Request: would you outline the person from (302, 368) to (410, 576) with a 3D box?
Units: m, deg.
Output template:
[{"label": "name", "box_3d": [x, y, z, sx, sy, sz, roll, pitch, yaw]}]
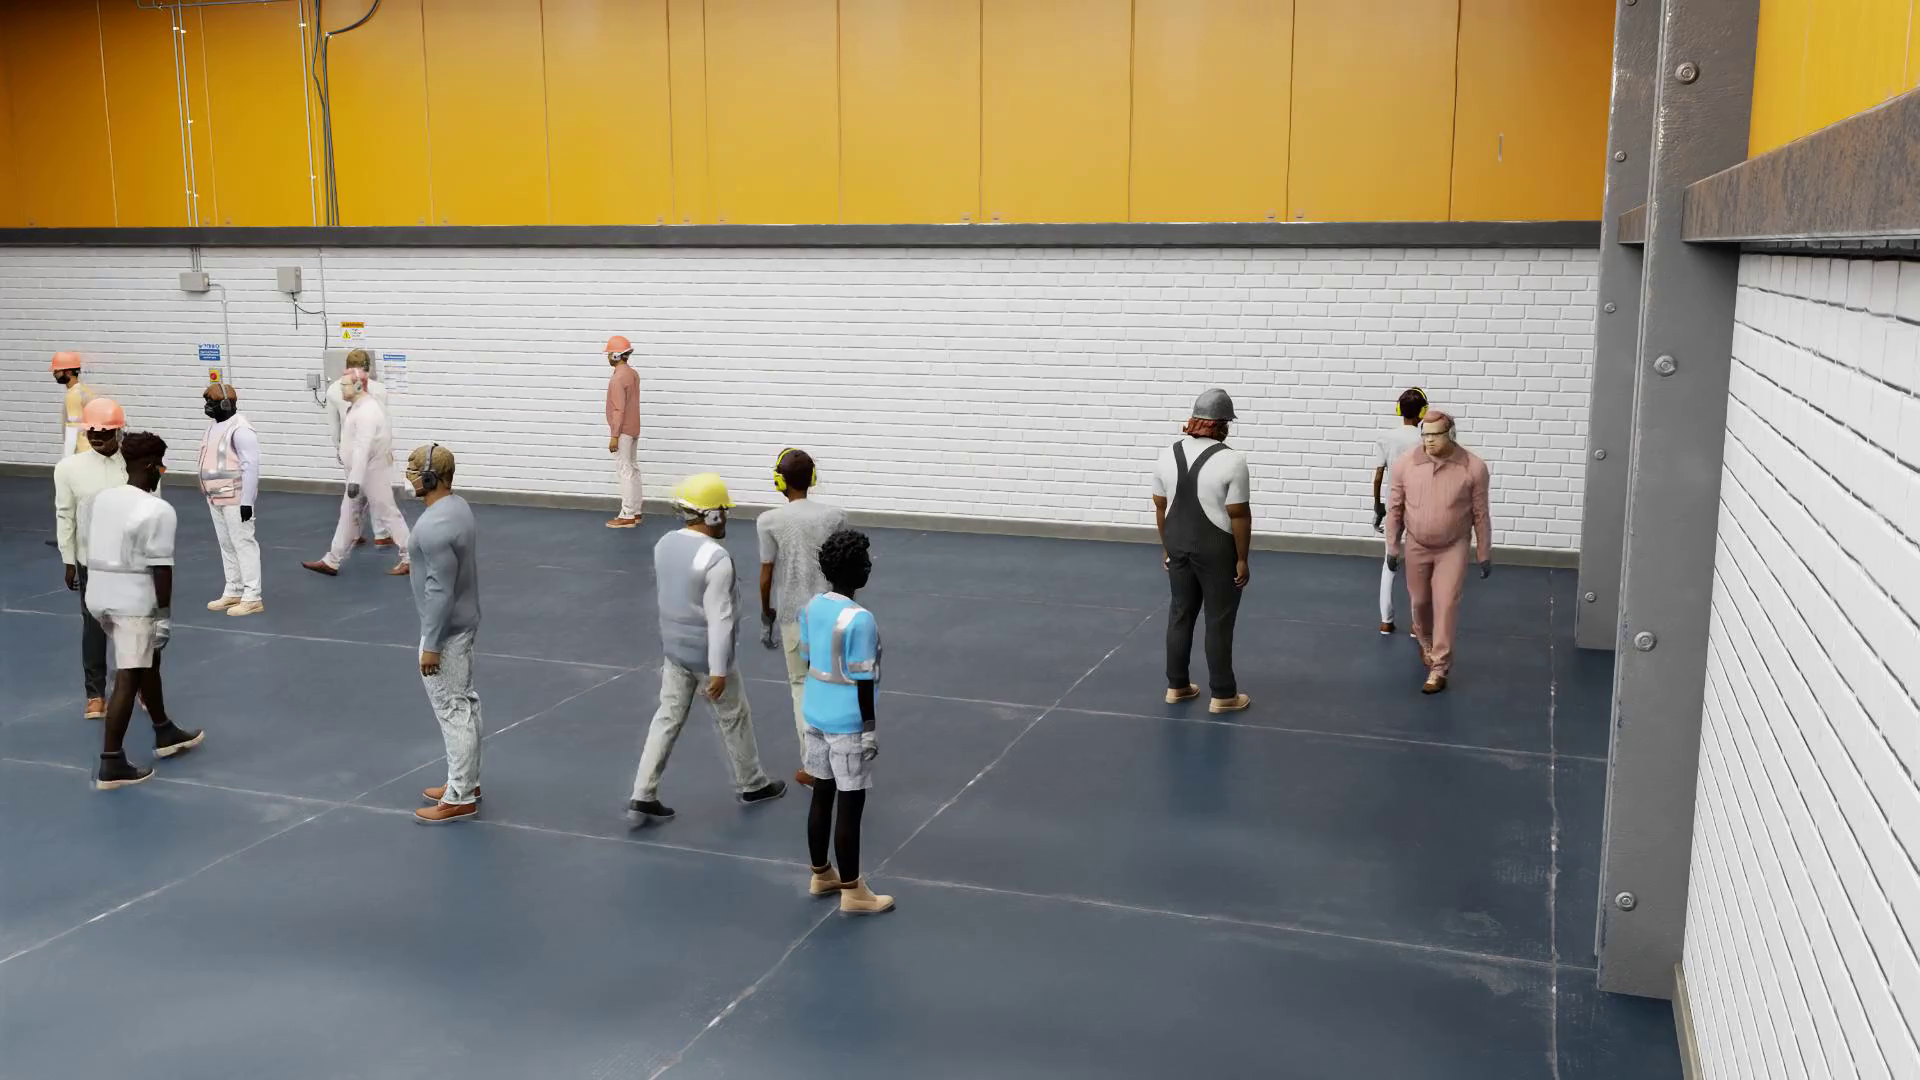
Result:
[{"label": "person", "box_3d": [-5.268, -0.577, 14.618, 1.006, 1.852, 0.662, -5, 11, -27]}]

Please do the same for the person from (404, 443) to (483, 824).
[{"label": "person", "box_3d": [-2.627, 0.469, 8.466, 0.372, 1.940, 0.629, -1, 10, -8]}]

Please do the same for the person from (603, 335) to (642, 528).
[{"label": "person", "box_3d": [-3.504, -1.126, 17.292, 0.381, 1.994, 0.619, 1, 10, 6]}]

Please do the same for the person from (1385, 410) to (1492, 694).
[{"label": "person", "box_3d": [3.217, 0.033, 11.172, 0.685, 1.862, 0.932, 5, 11, 27]}]

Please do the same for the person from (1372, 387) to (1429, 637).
[{"label": "person", "box_3d": [3.348, -0.207, 12.470, 0.513, 1.871, 0.329, 6, 12, 30]}]

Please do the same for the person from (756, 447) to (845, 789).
[{"label": "person", "box_3d": [-0.837, 0.429, 8.958, 0.509, 1.845, 0.423, -6, 12, -30]}]

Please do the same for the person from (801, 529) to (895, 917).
[{"label": "person", "box_3d": [-0.514, 0.794, 7.313, 0.322, 1.696, 0.536, -6, 12, -32]}]

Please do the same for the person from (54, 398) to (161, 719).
[{"label": "person", "box_3d": [-5.264, 0.106, 10.362, 0.612, 1.991, 0.392, -6, 12, -31]}]

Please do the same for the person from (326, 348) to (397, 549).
[{"label": "person", "box_3d": [-5.760, -0.875, 16.051, 0.628, 1.935, 0.373, 2, 10, 9]}]

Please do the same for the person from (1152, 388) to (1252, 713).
[{"label": "person", "box_3d": [1.584, 0.052, 10.529, 0.688, 2.000, 0.536, 10, 14, 43]}]

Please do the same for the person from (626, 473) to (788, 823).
[{"label": "person", "box_3d": [-1.335, 0.547, 8.467, 0.596, 1.792, 0.920, 9, 14, 42]}]

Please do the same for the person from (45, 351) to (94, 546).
[{"label": "person", "box_3d": [-8.581, -0.852, 15.963, 0.723, 1.913, 0.581, -4, 11, -21]}]

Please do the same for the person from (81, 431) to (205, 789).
[{"label": "person", "box_3d": [-4.563, 0.355, 9.240, 0.618, 1.891, 0.930, 5, 11, 24]}]

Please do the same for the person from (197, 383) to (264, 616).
[{"label": "person", "box_3d": [-5.801, -0.324, 13.203, 0.636, 1.842, 0.429, 9, 13, 41]}]
